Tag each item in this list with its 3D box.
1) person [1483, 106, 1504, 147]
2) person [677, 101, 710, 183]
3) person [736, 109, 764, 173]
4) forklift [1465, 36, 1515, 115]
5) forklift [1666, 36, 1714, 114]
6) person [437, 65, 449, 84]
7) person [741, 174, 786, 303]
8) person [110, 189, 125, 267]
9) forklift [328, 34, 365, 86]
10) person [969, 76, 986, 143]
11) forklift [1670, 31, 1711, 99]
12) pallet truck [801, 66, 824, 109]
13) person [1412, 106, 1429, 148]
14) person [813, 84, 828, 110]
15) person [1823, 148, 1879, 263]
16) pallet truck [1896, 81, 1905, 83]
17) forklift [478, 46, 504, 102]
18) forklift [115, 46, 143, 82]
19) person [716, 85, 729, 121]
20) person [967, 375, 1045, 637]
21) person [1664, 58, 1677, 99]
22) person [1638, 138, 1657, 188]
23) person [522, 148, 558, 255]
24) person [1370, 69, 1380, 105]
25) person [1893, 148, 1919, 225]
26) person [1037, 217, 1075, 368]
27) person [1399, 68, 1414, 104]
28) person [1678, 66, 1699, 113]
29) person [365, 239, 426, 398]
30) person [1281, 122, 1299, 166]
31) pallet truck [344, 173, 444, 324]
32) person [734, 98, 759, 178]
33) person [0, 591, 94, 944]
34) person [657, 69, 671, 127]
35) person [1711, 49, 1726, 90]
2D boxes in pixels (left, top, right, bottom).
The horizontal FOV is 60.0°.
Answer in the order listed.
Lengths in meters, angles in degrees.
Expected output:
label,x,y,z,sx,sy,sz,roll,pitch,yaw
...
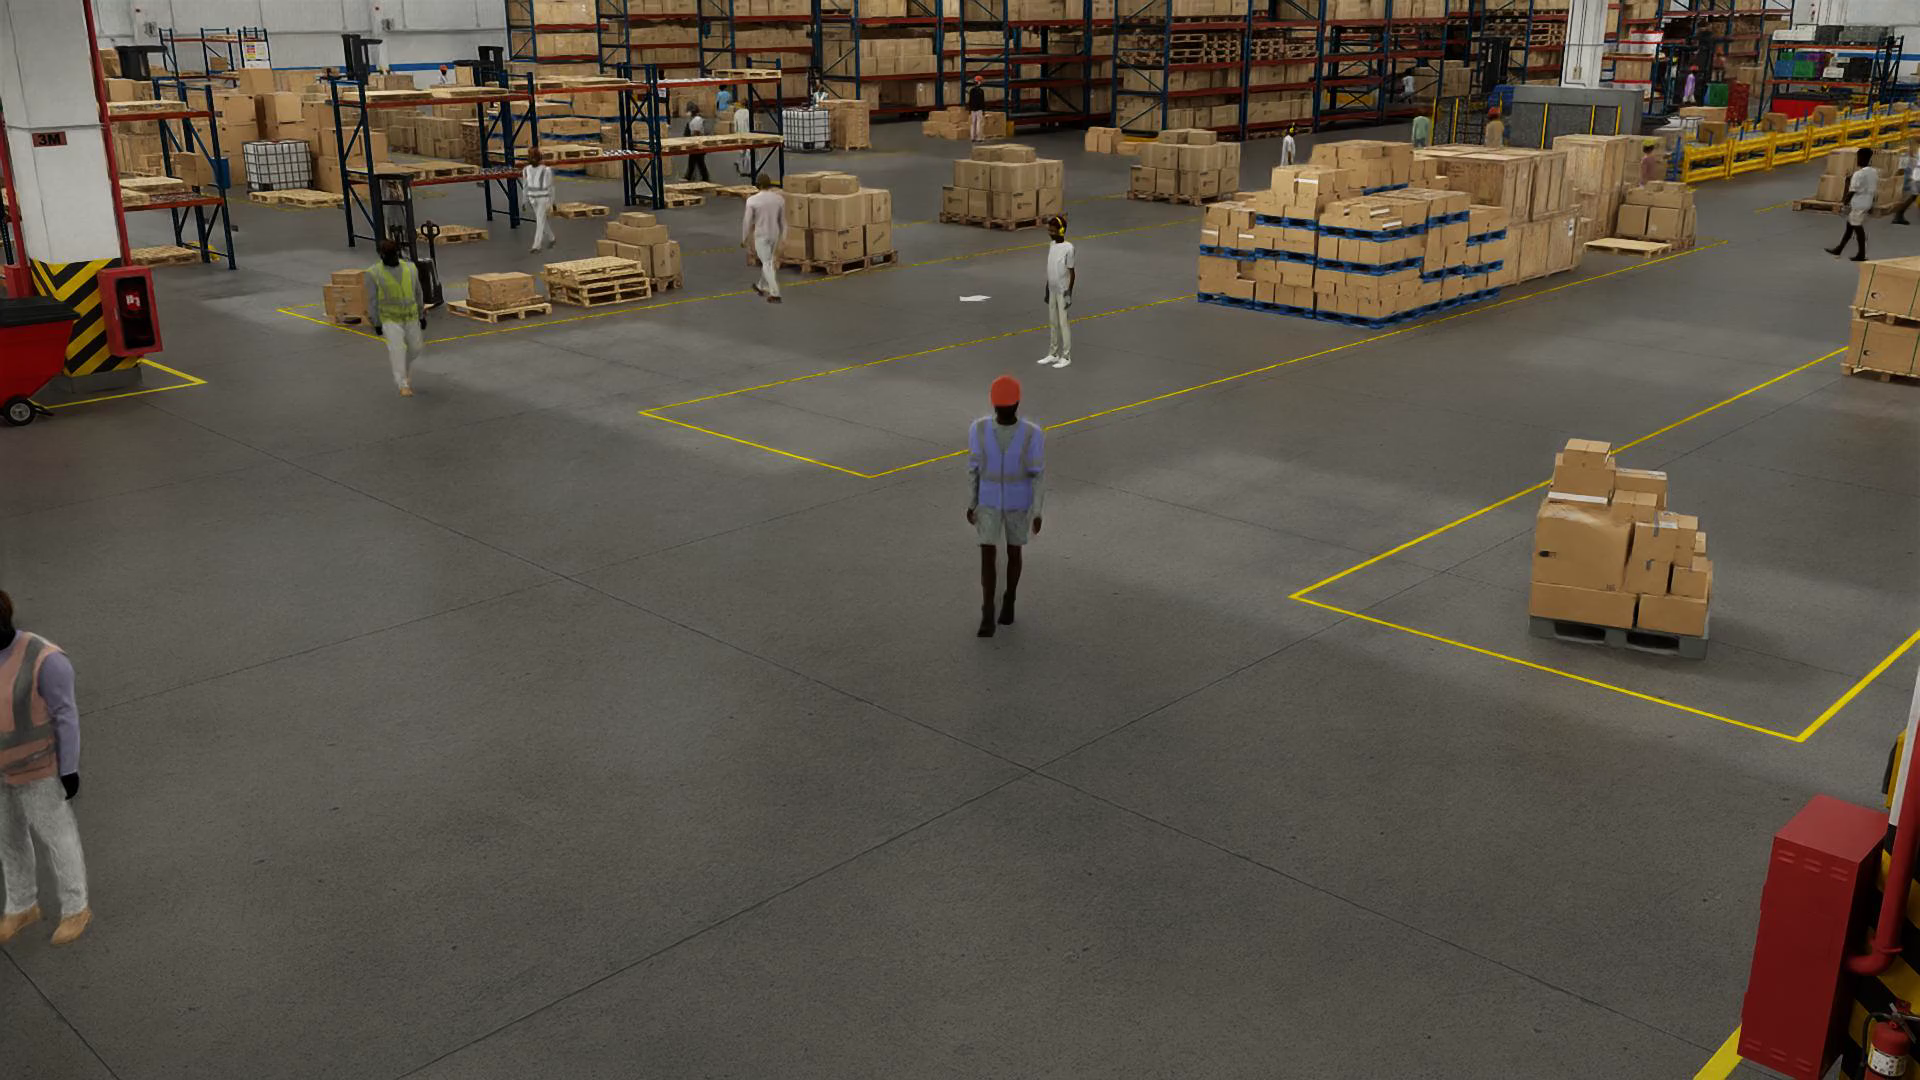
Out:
label,x,y,z,sx,sy,sz,roll,pitch,yaw
person,12.390,-9.083,38.654,0.545,1.924,0.547,-12,22,-32
person,-6.416,-9.505,39.732,0.871,2.000,0.760,-3,19,-8
person,-5.338,-10.104,42.214,0.670,1.614,0.521,-14,23,-35
forklift,19.973,-17.201,61.605,1.873,2.768,1.129,16,24,40
forklift,27.341,-17.291,61.877,1.129,2.768,1.873,17,25,41
person,-18.328,-15.938,59.273,0.364,1.935,0.553,5,19,15
person,-2.951,-4.547,25.035,0.649,1.886,1.016,-13,22,-35
person,-13.627,-5.044,26.491,0.476,1.916,0.592,-14,23,-35
forklift,-23.590,-18.256,64.784,1.129,2.768,1.873,17,25,41
person,0.551,-13.138,50.749,0.397,1.992,0.623,-15,24,-39
forklift,30.998,-19.869,69.645,1.873,2.768,1.129,4,19,12
pallet truck,-4.812,-15.182,56.903,0.823,1.965,1.885,-9,21,-26
person,11.897,-10.450,43.255,0.531,1.595,0.793,-7,20,-20
person,-4.415,-13.618,52.750,0.513,1.641,0.307,2,19,7
person,15.360,-5.776,28.658,0.638,1.927,0.912,-13,22,-34
pallet truck,34.802,-16.331,61.455,0.653,1.274,1.630,17,25,41
forklift,-14.397,-13.832,51.456,1.129,2.768,1.873,17,25,41
forklift,-25.769,-13.963,51.850,1.129,2.768,1.873,17,25,41
person,-7.542,-13.842,53.370,0.640,1.676,0.537,10,21,27
person,0.313,-0.230,11.984,0.578,1.908,0.808,2,19,7
person,30.163,-19.554,70.502,0.536,1.725,0.889,16,24,41
person,13.562,-7.059,32.871,0.549,1.715,0.925,-15,24,-38
person,-7.489,-6.056,29.670,0.595,1.842,0.979,7,20,21
person,15.884,-17.180,63.527,0.521,1.603,0.664,-4,19,-12
person,19.112,-7.189,32.981,0.769,1.914,0.551,16,24,40
person,1.215,-3.068,20.614,0.328,1.865,0.520,-12,22,-31
person,16.690,-16.817,62.337,0.536,1.667,0.747,-9,21,-26
person,26.225,-15.998,59.527,0.972,1.884,0.572,3,19,8
person,-6.498,-2.576,19.195,0.636,1.820,0.526,-16,24,-40
person,6.926,-7.848,35.016,0.327,1.865,0.520,0,18,1
pallet truck,-8.209,-4.181,23.757,0.823,1.965,1.885,3,19,9
person,-5.336,-10.021,41.452,0.627,1.936,0.375,13,23,35
person,-4.593,1.100,8.091,0.633,1.841,0.429,2,18,5
person,-10.086,-15.049,56.642,0.589,1.912,0.391,13,23,35
person,34.025,-21.038,74.608,0.929,1.966,0.622,-17,25,-42
